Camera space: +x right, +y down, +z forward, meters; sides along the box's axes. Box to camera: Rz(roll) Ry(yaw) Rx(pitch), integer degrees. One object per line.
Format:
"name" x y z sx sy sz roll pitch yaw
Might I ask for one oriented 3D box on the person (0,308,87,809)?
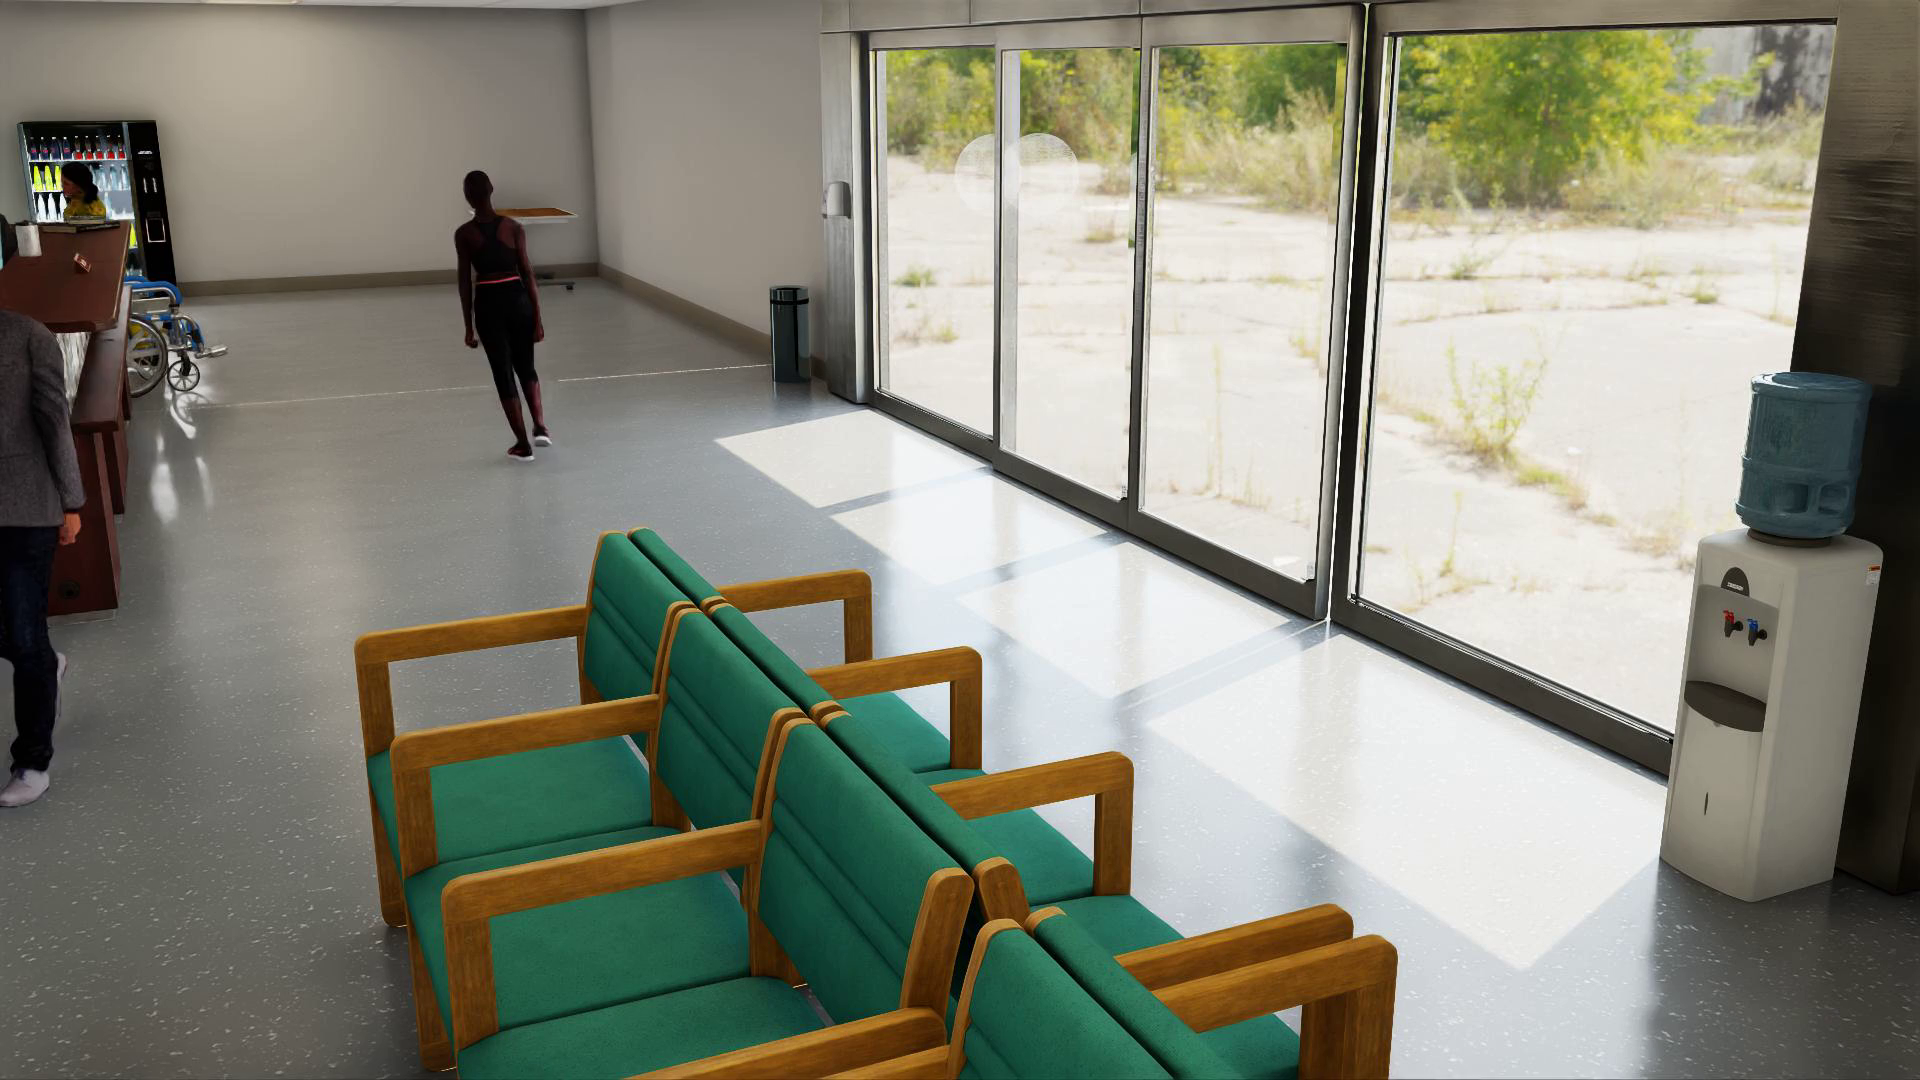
"person" -3.144 -0.100 5.469 1.131 1.853 0.994 -2 16 -6

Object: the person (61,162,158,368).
"person" -6.696 -2.127 13.093 1.101 1.616 0.717 -7 17 -23

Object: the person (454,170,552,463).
"person" -2.752 -1.331 10.044 0.557 1.739 0.686 -5 16 -17
